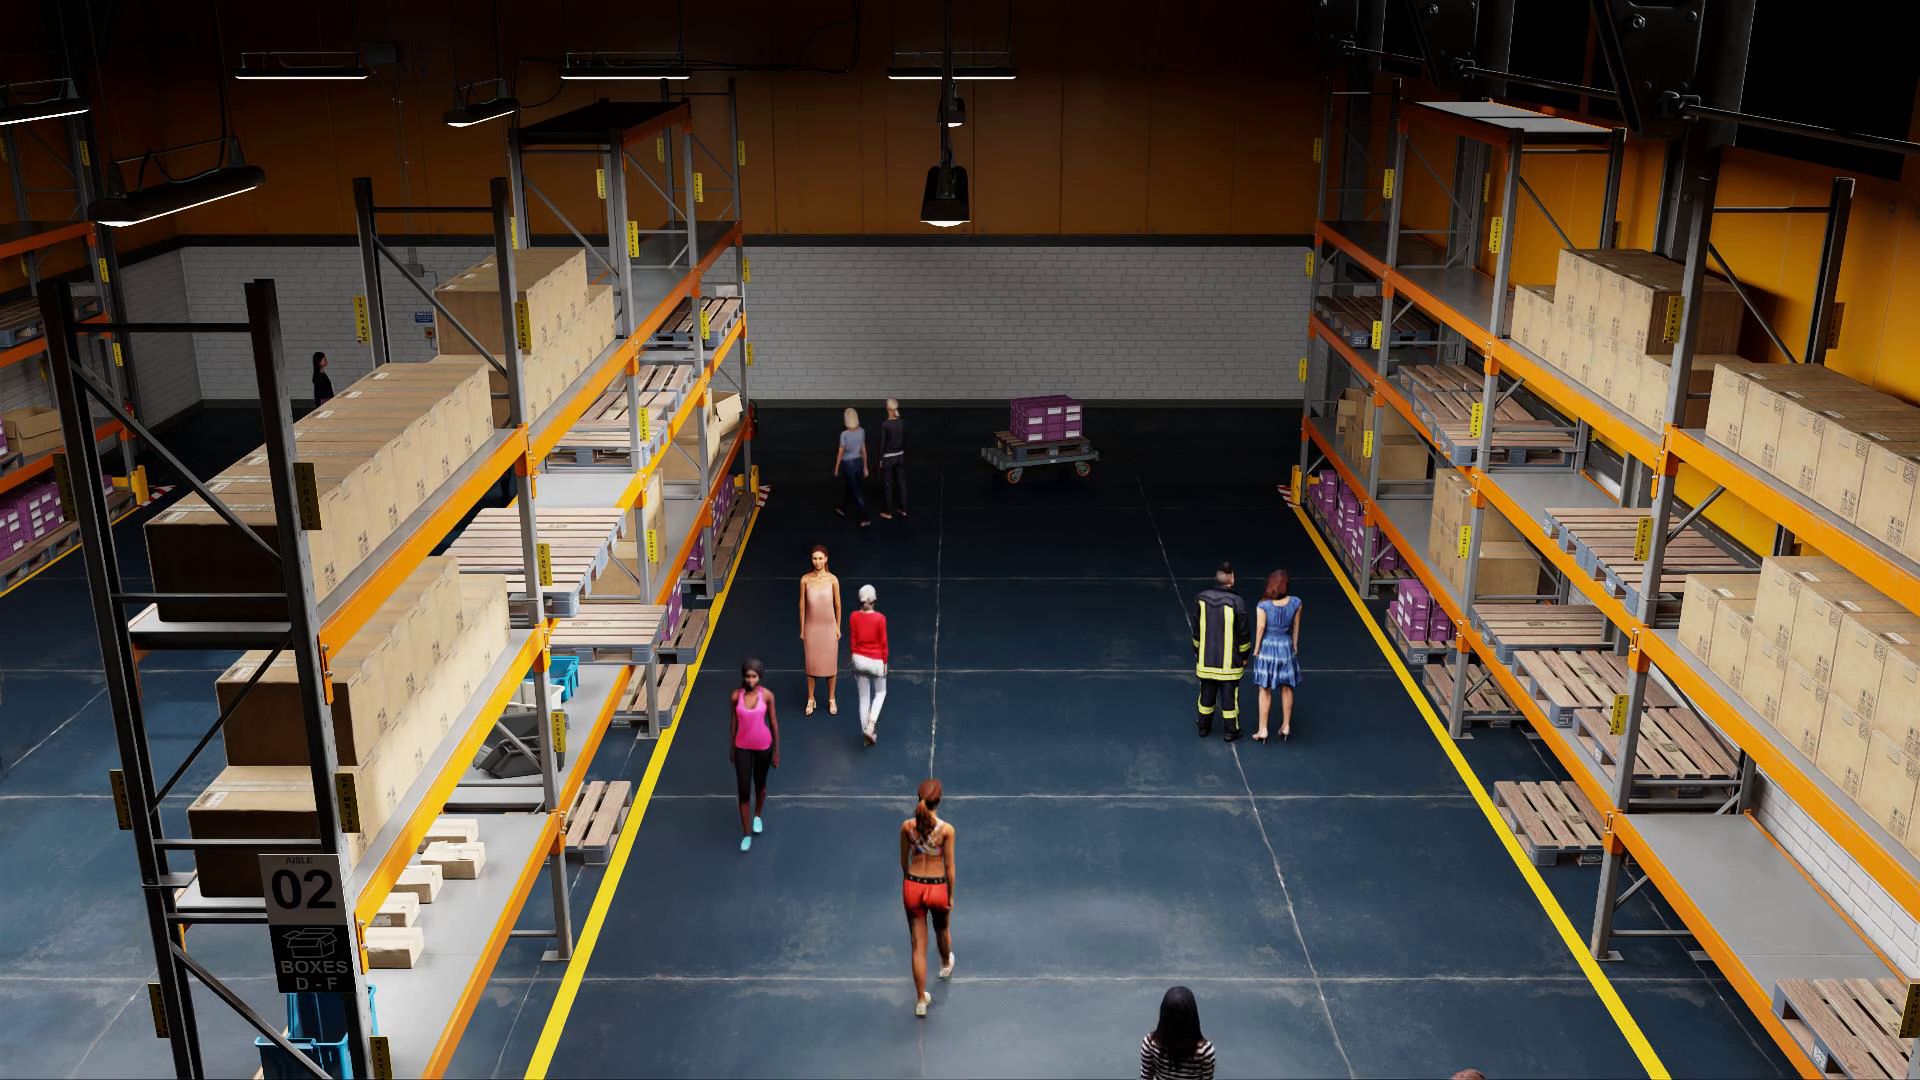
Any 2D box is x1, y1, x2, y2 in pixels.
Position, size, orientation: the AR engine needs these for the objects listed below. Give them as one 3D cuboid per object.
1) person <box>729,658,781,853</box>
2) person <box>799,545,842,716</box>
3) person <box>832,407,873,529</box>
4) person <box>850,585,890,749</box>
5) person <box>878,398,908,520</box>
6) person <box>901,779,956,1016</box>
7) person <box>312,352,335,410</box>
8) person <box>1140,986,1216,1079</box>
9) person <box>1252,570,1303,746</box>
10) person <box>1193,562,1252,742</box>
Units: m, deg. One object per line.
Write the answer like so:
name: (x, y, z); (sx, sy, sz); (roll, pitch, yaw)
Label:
person: (-1.816, 1.814, 14.668); (0.653, 1.698, 0.932); (-2, 19, -6)
person: (-1.430, 0.919, 17.118); (0.573, 1.831, 0.512); (0, 19, -1)
person: (-1.421, -0.954, 22.914); (1.051, 1.681, 1.132); (-17, 25, -40)
person: (-0.909, 1.270, 16.307); (0.650, 1.684, 0.766); (4, 19, 12)
person: (-0.944, -1.164, 23.472); (0.679, 1.724, 0.712); (-14, 23, -35)
person: (-0.267, 2.639, 12.119); (0.662, 1.761, 0.994); (2, 19, 6)
person: (-10.084, -2.135, 26.338); (0.723, 1.735, 0.567); (-6, 20, -18)
person: (1.244, 3.449, 9.674); (0.684, 1.786, 0.817); (4, 19, 12)
person: (3.129, 1.152, 16.463); (0.718, 1.807, 0.654); (-4, 19, -13)
person: (2.595, 1.091, 16.552); (0.868, 1.867, 0.874); (10, 21, 27)
